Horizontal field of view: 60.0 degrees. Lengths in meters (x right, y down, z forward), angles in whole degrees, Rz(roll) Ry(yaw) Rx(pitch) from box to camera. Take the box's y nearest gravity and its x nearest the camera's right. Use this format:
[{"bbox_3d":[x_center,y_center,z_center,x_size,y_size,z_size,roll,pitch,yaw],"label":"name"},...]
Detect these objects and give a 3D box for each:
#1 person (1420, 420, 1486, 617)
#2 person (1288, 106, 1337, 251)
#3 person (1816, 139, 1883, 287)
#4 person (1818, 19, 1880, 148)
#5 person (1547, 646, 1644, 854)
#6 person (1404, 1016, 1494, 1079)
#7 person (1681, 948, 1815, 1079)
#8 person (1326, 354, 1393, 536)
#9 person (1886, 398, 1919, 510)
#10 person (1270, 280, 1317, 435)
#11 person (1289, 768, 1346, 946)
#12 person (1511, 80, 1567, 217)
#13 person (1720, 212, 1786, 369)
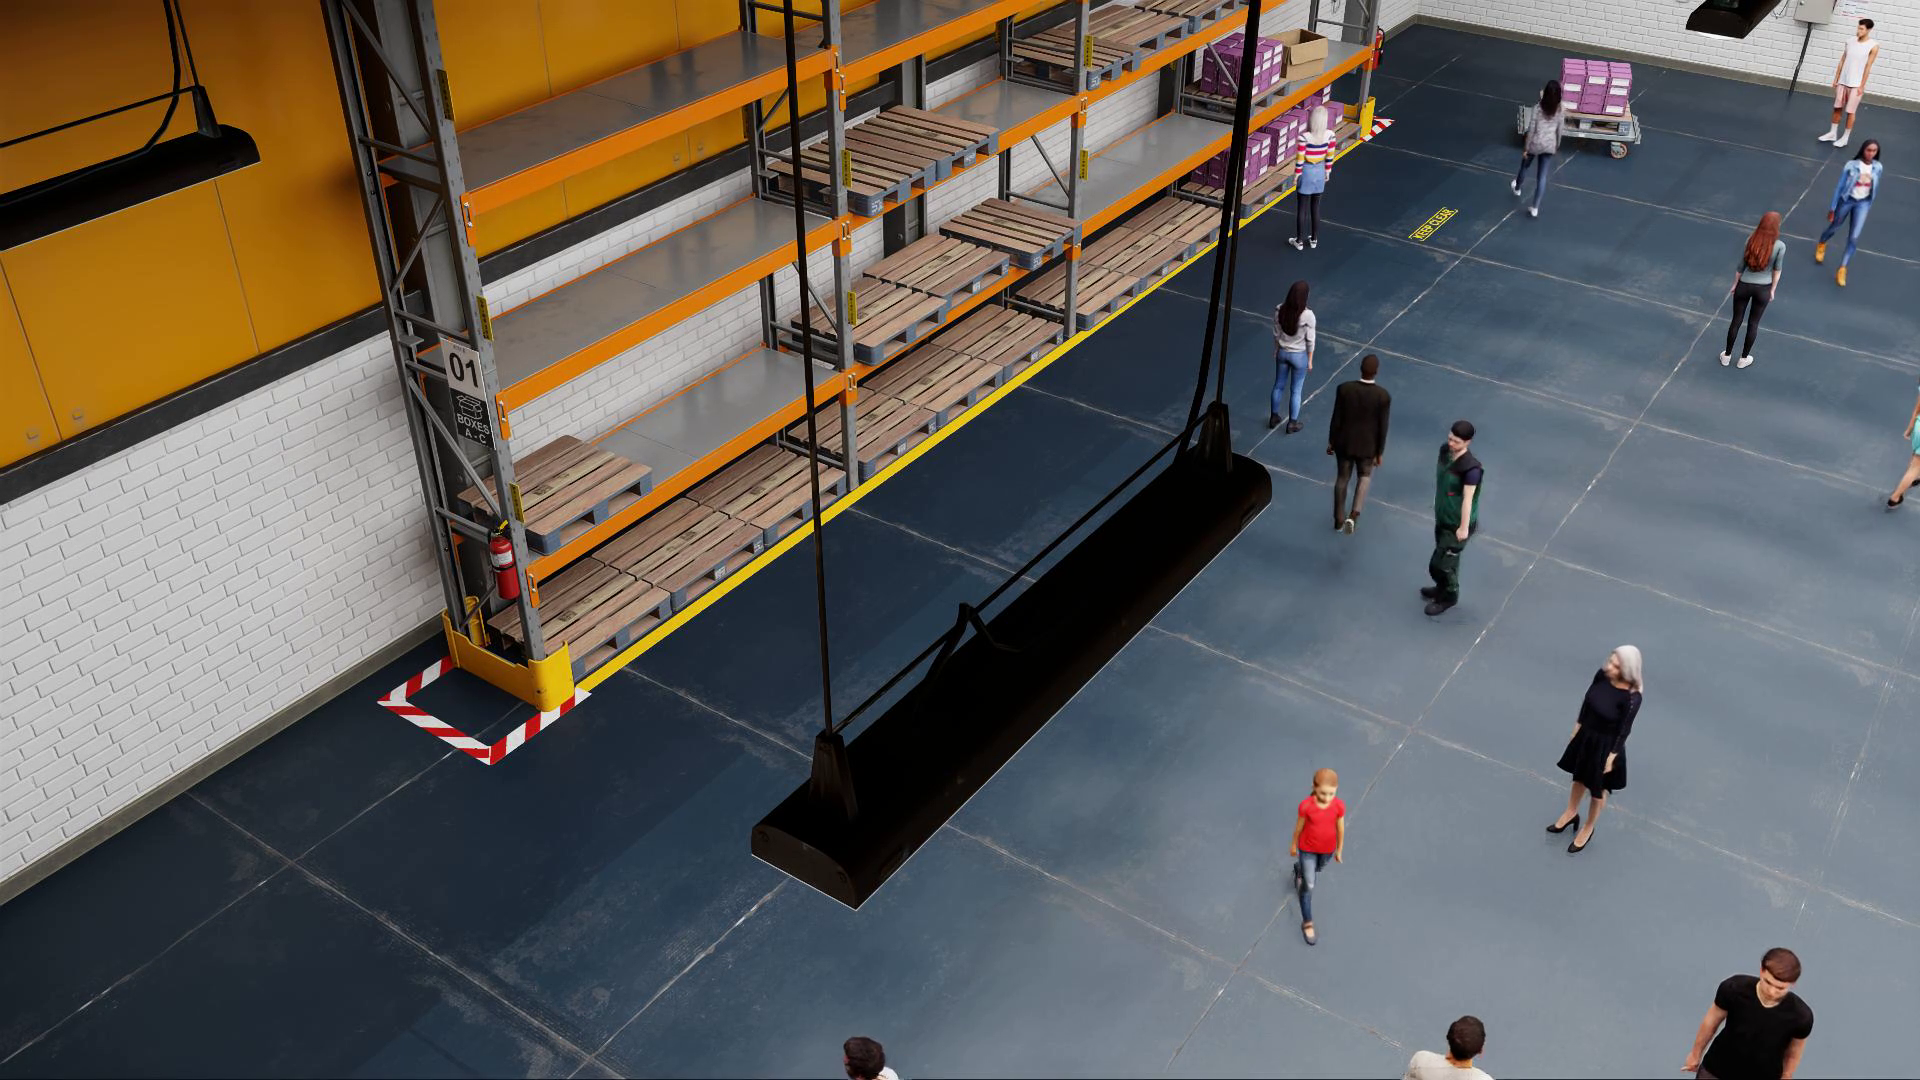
[{"bbox_3d":[4.195,-0.171,13.931,0.954,1.871,0.902,-2,34,-3],"label":"person"},{"bbox_3d":[4.326,-4.457,20.434,0.700,1.809,0.774,-7,34,-11],"label":"person"},{"bbox_3d":[10.579,-3.967,19.820,0.977,1.673,1.266,6,34,9],"label":"person"},{"bbox_3d":[12.622,-6.472,23.493,0.733,1.780,0.736,-17,37,-24],"label":"person"},{"bbox_3d":[4.453,1.443,11.615,0.728,1.747,0.696,-12,36,-18],"label":"person"},{"bbox_3d":[2.508,3.277,8.824,0.738,1.782,1.018,17,37,24],"label":"person"},{"bbox_3d":[4.362,2.941,9.257,0.689,1.861,0.560,20,38,27],"label":"person"},{"bbox_3d":[3.559,-0.806,14.958,0.792,1.791,0.910,11,35,16],"label":"person"},{"bbox_3d":[8.974,-0.967,15.453,1.097,1.511,0.733,-26,41,-33],"label":"person"},{"bbox_3d":[3.325,-1.841,16.657,0.611,1.634,0.519,24,40,31],"label":"person"},{"bbox_3d":[2.380,2.011,11.173,0.830,1.290,0.941,-2,34,-3],"label":"person"},{"bbox_3d":[7.478,-4.995,21.355,1.025,1.686,1.223,2,34,3],"label":"person"},{"bbox_3d":[8.497,-2.679,17.821,0.599,1.741,0.534,18,38,25],"label":"person"}]
